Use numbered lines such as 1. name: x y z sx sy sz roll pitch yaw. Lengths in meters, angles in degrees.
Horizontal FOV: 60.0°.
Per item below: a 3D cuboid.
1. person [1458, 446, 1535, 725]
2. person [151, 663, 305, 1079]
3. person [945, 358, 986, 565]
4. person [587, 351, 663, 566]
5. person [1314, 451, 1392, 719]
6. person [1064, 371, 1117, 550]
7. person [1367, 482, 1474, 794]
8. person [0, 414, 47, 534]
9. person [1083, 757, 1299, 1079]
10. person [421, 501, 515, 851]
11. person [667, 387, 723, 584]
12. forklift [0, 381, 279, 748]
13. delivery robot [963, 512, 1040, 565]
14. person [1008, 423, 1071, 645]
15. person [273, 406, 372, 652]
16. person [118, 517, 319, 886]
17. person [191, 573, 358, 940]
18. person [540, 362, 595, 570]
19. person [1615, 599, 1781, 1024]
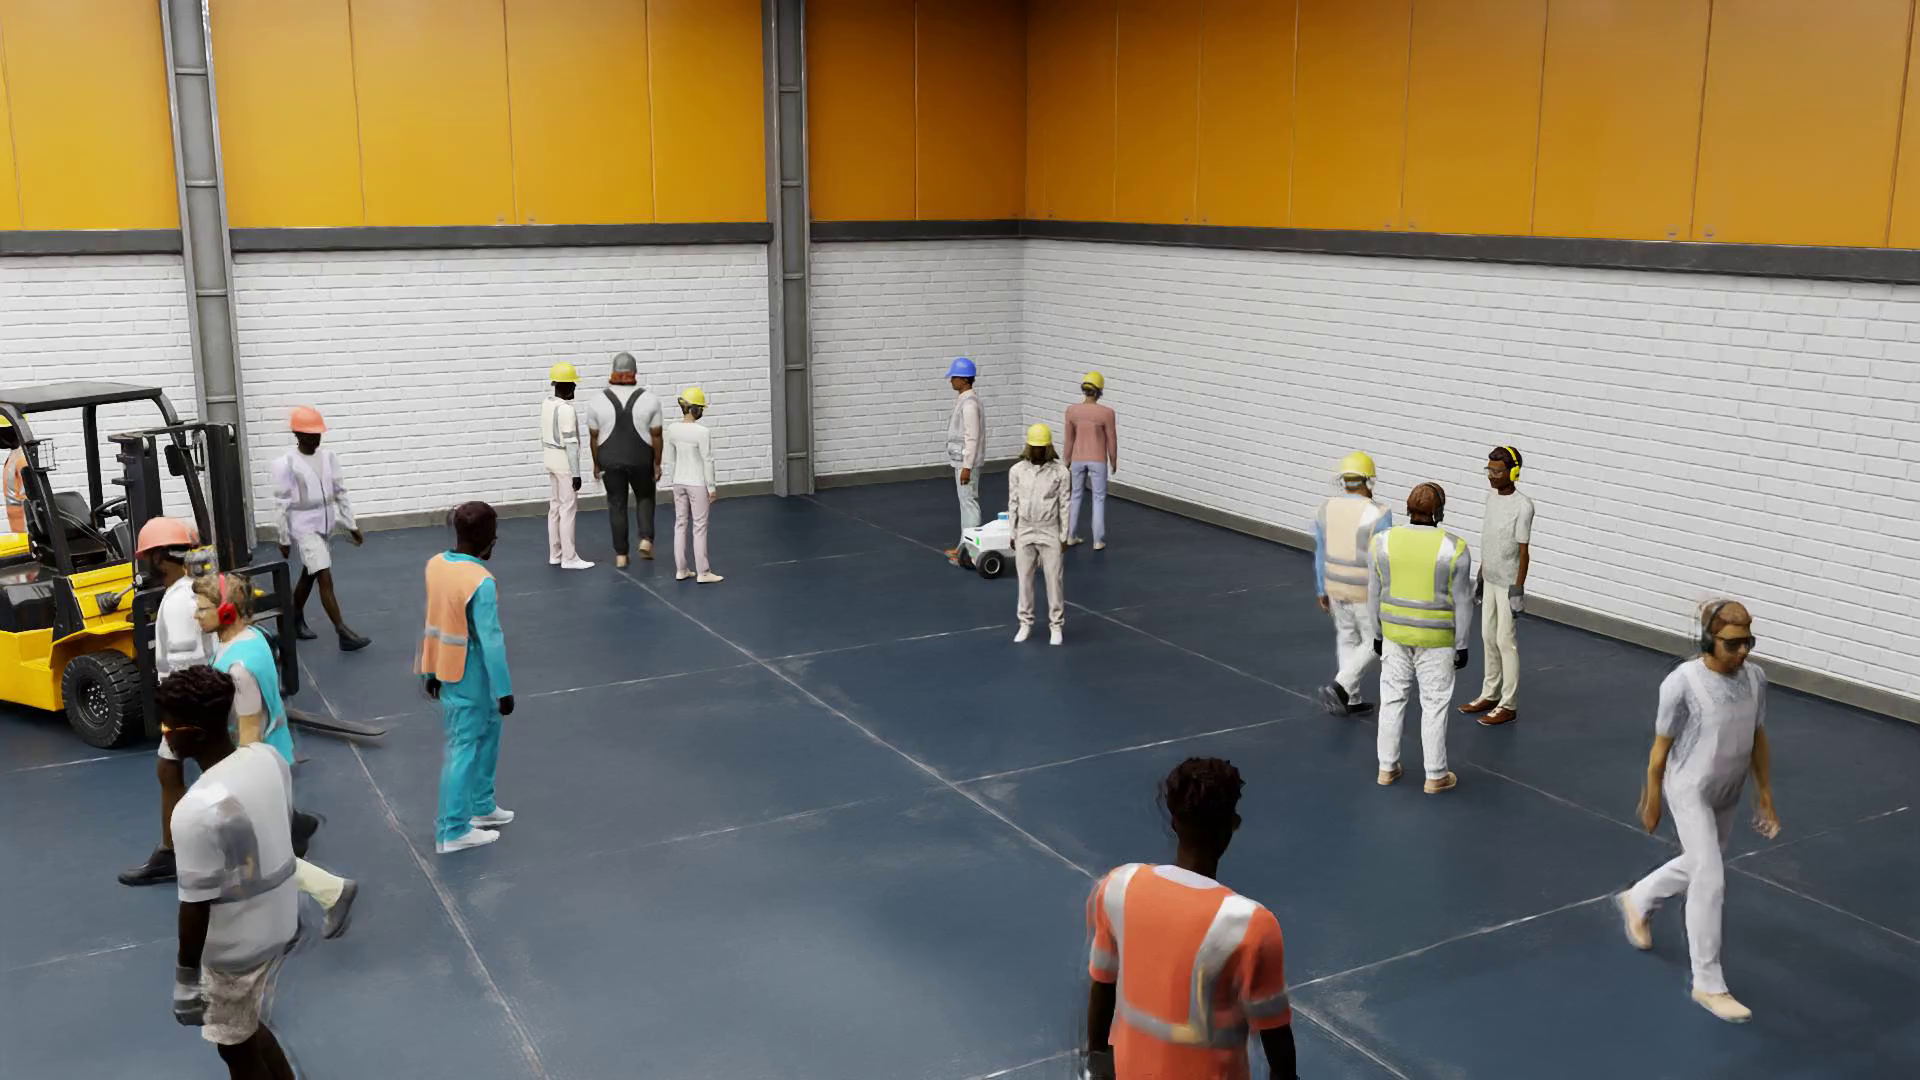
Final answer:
1. person: 3.568 0.295 11.016 0.334 1.860 0.509 -3 12 -13
2. person: -2.529 1.365 5.785 0.421 1.944 0.642 0 12 2
3. person: 0.051 -0.743 15.663 0.389 1.948 0.609 -1 12 -5
4. person: -3.120 -0.770 15.572 0.689 2.000 0.536 -2 12 -7
5. person: 2.583 0.325 10.989 0.547 1.806 0.611 -10 15 -38
6. person: 1.281 -0.771 16.269 0.530 1.753 0.347 6 13 26
7. person: 2.699 0.569 9.766 0.627 1.844 0.429 8 14 33
8. person: -7.164 -0.105 12.755 0.397 1.917 0.594 -7 14 -29
9. person: 0.716 1.562 4.937 1.014 1.907 0.624 -11 16 -42
10. person: -2.575 0.715 8.954 0.662 1.890 0.624 -11 16 -42
11. person: -2.385 -0.486 14.909 0.524 1.759 0.328 8 15 34
12. forklift: -5.853 0.085 11.199 2.313 2.155 1.214 7 14 28
13. delivery robot: 0.399 -0.011 15.297 0.707 0.478 0.477 -6 13 -24
14. person: 0.609 -0.046 12.893 0.489 1.739 0.324 3 12 13
15. person: -4.966 -0.091 12.786 1.003 1.887 0.576 6 13 25
16. person: -3.856 0.815 8.528 0.924 1.880 0.632 -5 13 -23
17. person: -3.232 1.031 7.642 0.686 1.825 0.576 -5 13 -23
18. person: -3.666 -0.688 15.454 0.372 1.925 0.595 -9 15 -36
19. person: 3.227 1.105 7.343 0.517 1.814 0.873 -5 13 -21
